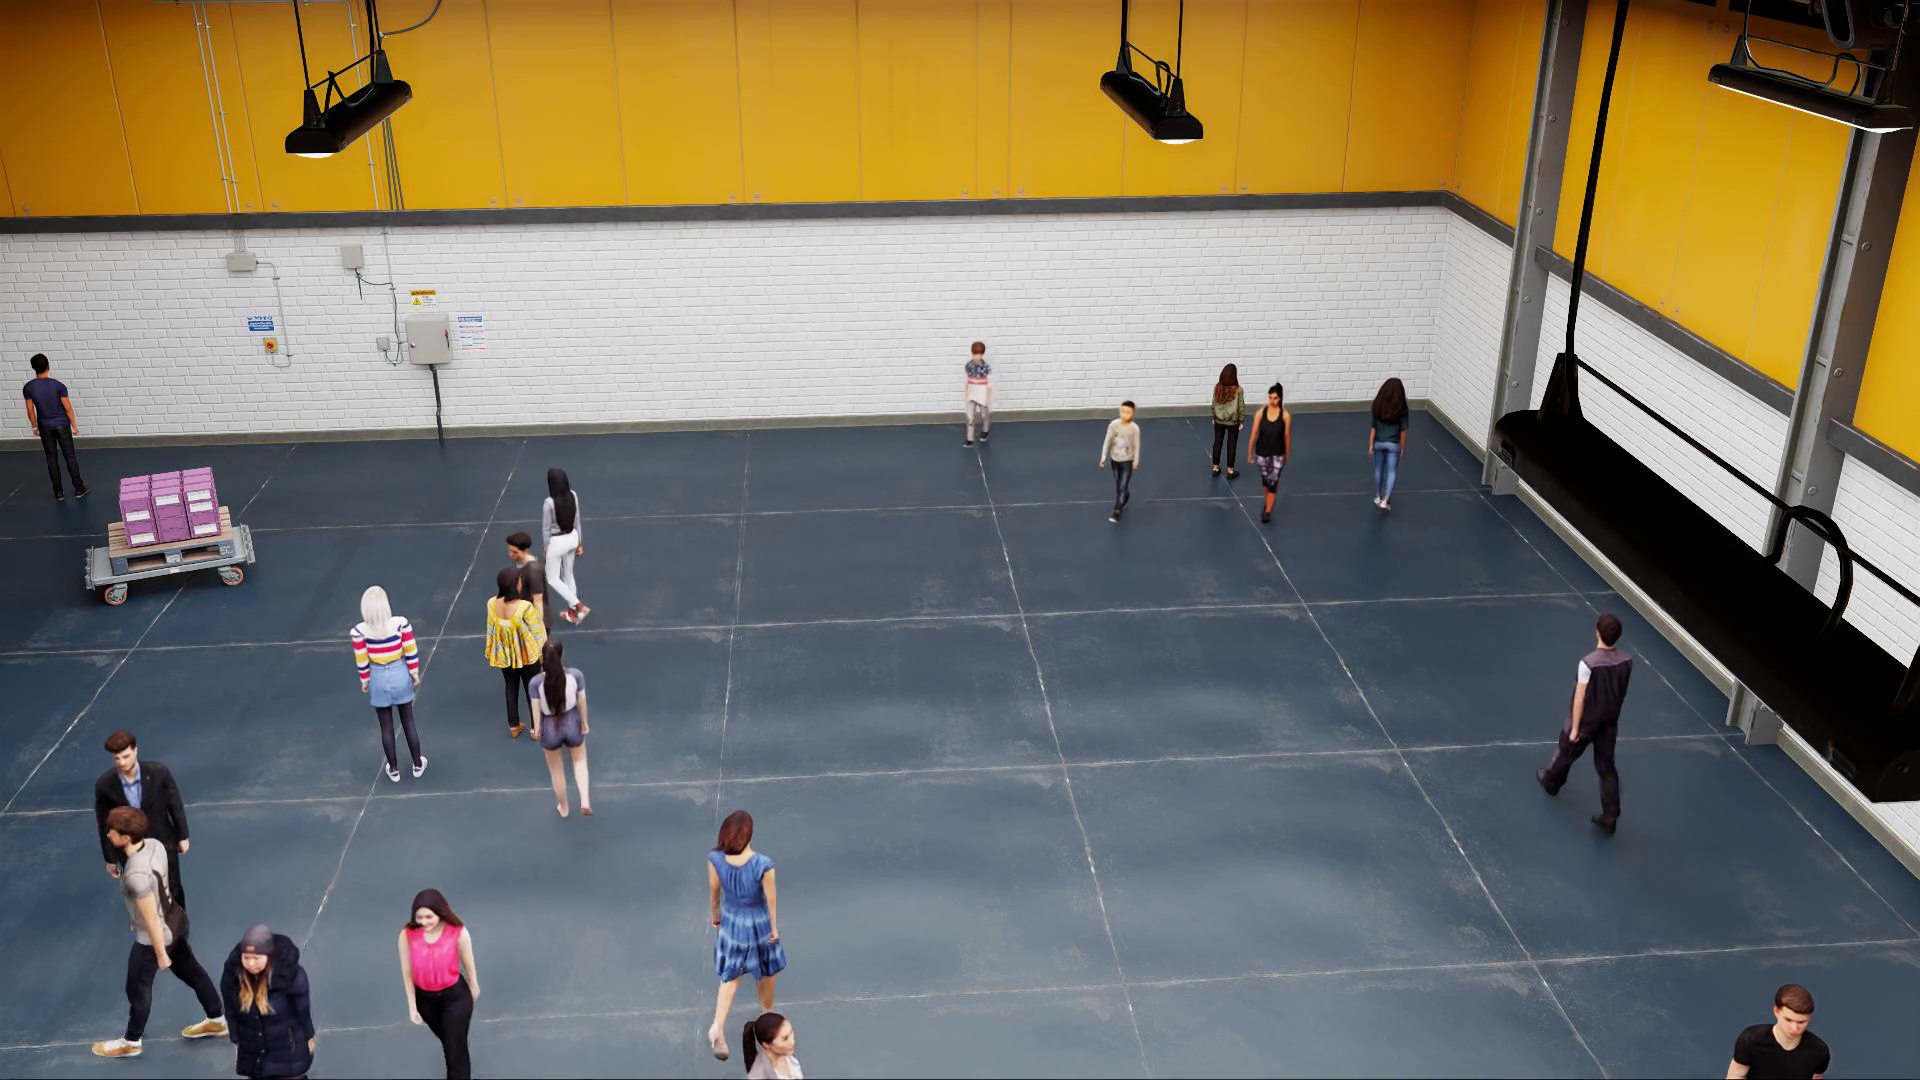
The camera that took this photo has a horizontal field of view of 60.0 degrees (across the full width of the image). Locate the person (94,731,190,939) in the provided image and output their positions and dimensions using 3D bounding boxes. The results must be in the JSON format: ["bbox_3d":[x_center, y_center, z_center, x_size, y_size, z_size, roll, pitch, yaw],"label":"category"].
[{"bbox_3d":[-5.822,2.130,11.903,0.825,1.874,0.852,-10,25,-21],"label":"person"}]

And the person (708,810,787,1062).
[{"bbox_3d":[-1.433,2.625,10.882,0.861,1.785,1.093,7,25,16],"label":"person"}]

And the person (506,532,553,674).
[{"bbox_3d":[-3.934,0.670,15.485,0.871,1.679,0.756,-10,25,-21],"label":"person"}]

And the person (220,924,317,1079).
[{"bbox_3d":[-4.161,3.006,10.162,0.668,1.662,0.790,-1,24,-2],"label":"person"}]

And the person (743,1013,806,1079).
[{"bbox_3d":[-1.108,3.347,9.393,0.925,1.655,1.024,7,25,16],"label":"person"}]

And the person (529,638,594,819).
[{"bbox_3d":[-3.210,1.577,13.461,0.708,1.639,0.789,-10,26,-22],"label":"person"}]

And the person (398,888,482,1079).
[{"bbox_3d":[-3.273,2.871,10.527,0.605,1.618,1.075,-1,24,-3],"label":"person"}]

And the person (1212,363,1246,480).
[{"bbox_3d":[3.320,-1.484,20.666,0.657,1.476,0.678,12,26,26],"label":"person"}]

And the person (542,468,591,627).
[{"bbox_3d":[-3.948,0.106,16.735,0.937,1.712,0.890,17,29,33],"label":"person"}]

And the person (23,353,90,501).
[{"bbox_3d":[-10.908,-1.366,20.003,0.687,1.791,0.602,-8,25,-17],"label":"person"}]

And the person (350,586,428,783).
[{"bbox_3d":[-4.833,1.206,14.098,0.699,1.808,0.602,-7,25,-16],"label":"person"}]

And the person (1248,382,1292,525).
[{"bbox_3d":[3.648,-1.046,19.467,0.896,1.635,1.134,8,25,17],"label":"person"}]

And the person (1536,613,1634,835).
[{"bbox_3d":[5.176,1.511,13.408,0.795,1.802,1.216,-5,24,-12],"label":"person"}]

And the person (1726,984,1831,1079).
[{"bbox_3d":[4.523,3.262,9.328,0.729,1.861,0.675,4,24,9],"label":"person"}]

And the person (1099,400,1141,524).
[{"bbox_3d":[1.928,-0.951,19.516,0.890,1.421,1.083,11,26,24],"label":"person"}]

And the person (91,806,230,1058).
[{"bbox_3d":[-5.173,2.561,10.930,0.783,1.862,0.995,-4,24,-10],"label":"person"}]

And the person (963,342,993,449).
[{"bbox_3d":[0.253,-1.923,21.764,0.726,1.402,0.992,6,24,14],"label":"person"}]

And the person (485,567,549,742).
[{"bbox_3d":[-3.915,1.013,14.738,0.832,1.650,0.875,7,25,15],"label":"person"}]

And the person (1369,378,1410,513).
[{"bbox_3d":[5.057,-1.128,19.682,0.810,1.612,0.933,10,25,21],"label":"person"}]
